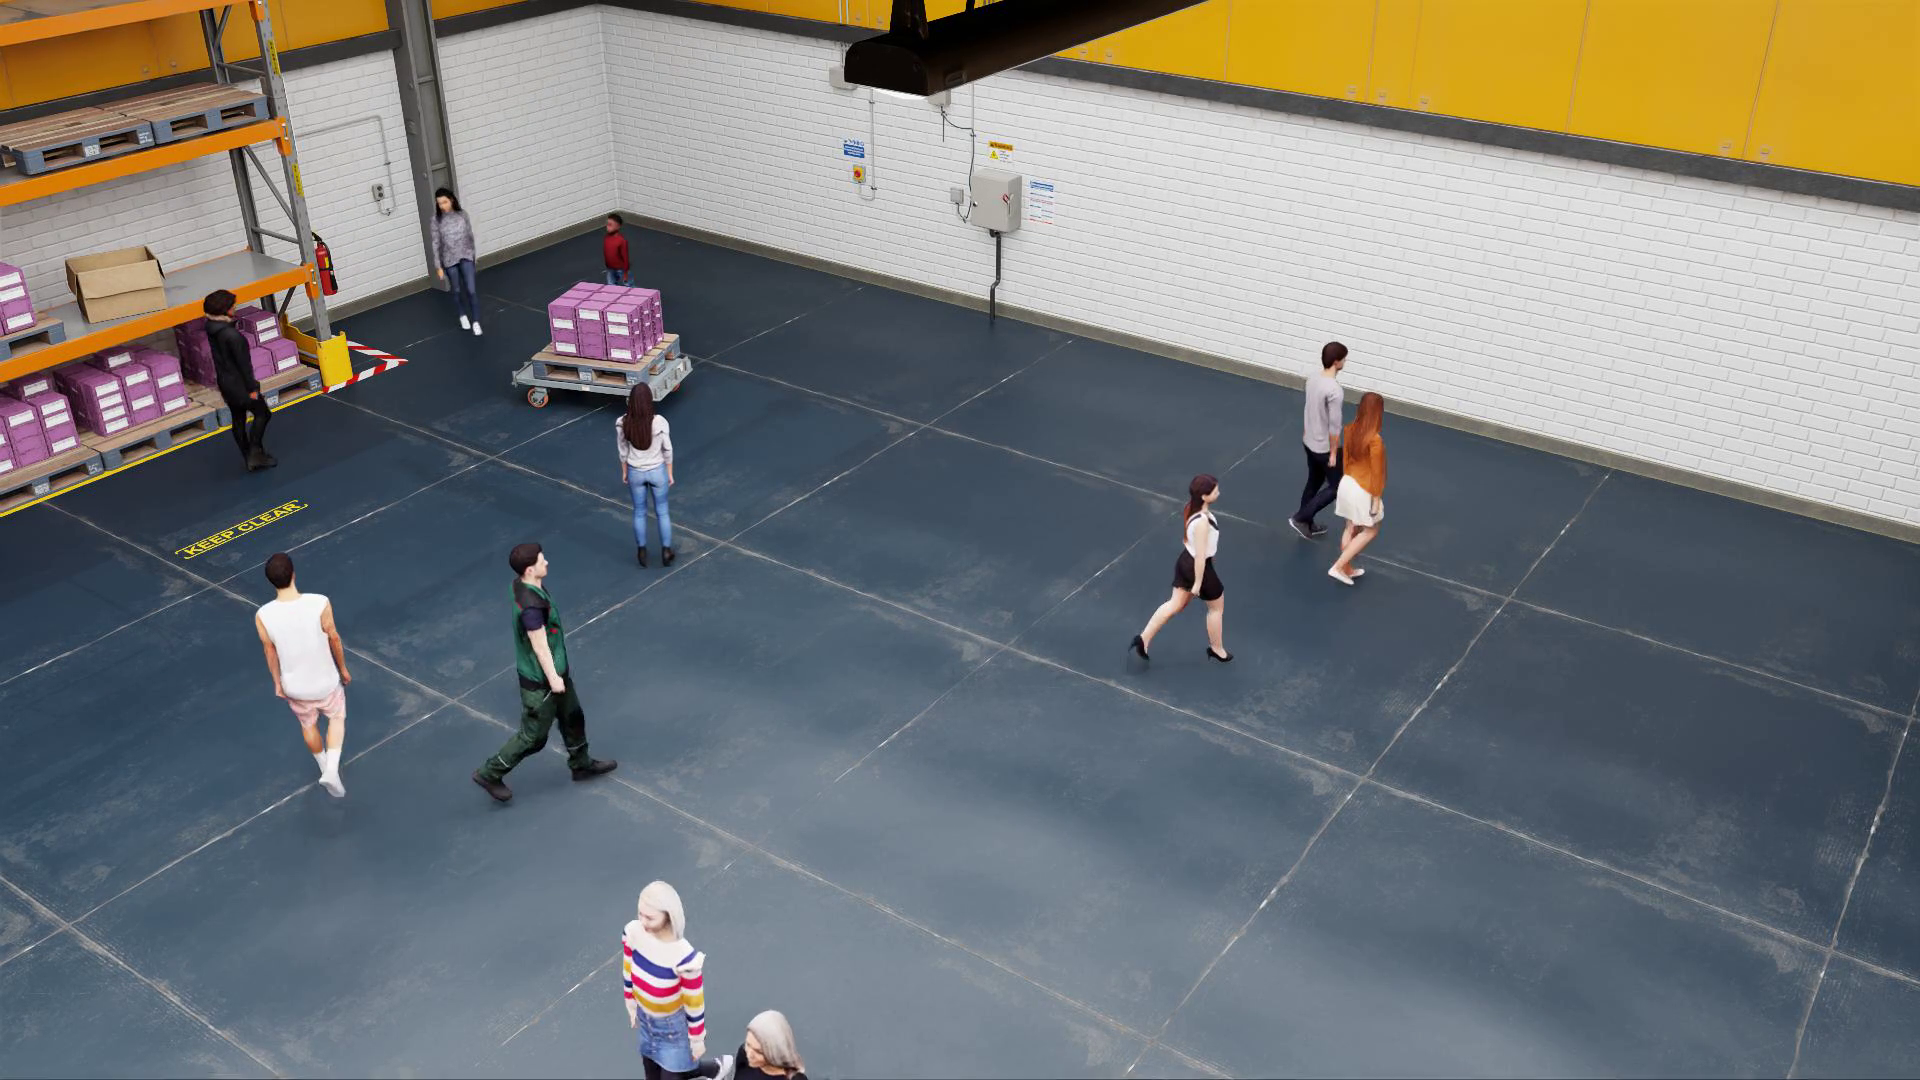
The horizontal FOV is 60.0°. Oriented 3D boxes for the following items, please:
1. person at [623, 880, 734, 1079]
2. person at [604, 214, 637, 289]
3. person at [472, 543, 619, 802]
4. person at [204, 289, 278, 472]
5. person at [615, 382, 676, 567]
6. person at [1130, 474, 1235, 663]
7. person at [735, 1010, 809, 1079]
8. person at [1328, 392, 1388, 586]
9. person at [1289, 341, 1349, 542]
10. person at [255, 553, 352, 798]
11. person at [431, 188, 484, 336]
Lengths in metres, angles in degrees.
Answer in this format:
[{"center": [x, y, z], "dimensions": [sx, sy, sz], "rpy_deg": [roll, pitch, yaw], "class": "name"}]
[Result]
[{"center": [-1.409, 2.404, 8.333], "dimensions": [0.652, 1.790, 0.973], "rpy_deg": [18, 33, 29], "class": "person"}, {"center": [-3.869, -3.130, 19.072], "dimensions": [0.529, 1.221, 0.843], "rpy_deg": [17, 33, 28], "class": "person"}, {"center": [-2.854, 0.902, 10.999], "dimensions": [1.262, 1.874, 1.137], "rpy_deg": [-8, 30, -14], "class": "person"}, {"center": [-6.743, -1.429, 15.381], "dimensions": [0.641, 1.769, 0.570], "rpy_deg": [17, 33, 29], "class": "person"}, {"center": [-2.616, -0.545, 13.907], "dimensions": [0.673, 1.630, 0.714], "rpy_deg": [-2, 29, -4], "class": "person"}, {"center": [1.683, 0.253, 12.460], "dimensions": [1.075, 1.615, 0.991], "rpy_deg": [-6, 29, -11], "class": "person"}, {"center": [-0.800, 2.800, 7.703], "dimensions": [1.226, 1.698, 0.777], "rpy_deg": [-23, 36, -36], "class": "person"}, {"center": [3.182, -0.370, 13.508], "dimensions": [0.845, 1.704, 0.786], "rpy_deg": [-13, 31, -23], "class": "person"}, {"center": [3.010, -0.802, 14.169], "dimensions": [0.885, 1.831, 0.833], "rpy_deg": [-8, 30, -14], "class": "person"}, {"center": [-4.322, 0.941, 11.031], "dimensions": [0.978, 1.776, 1.020], "rpy_deg": [-7, 29, -12], "class": "person"}, {"center": [-5.612, -3.145, 18.606], "dimensions": [0.912, 1.694, 0.939], "rpy_deg": [-14, 32, -24], "class": "person"}]
